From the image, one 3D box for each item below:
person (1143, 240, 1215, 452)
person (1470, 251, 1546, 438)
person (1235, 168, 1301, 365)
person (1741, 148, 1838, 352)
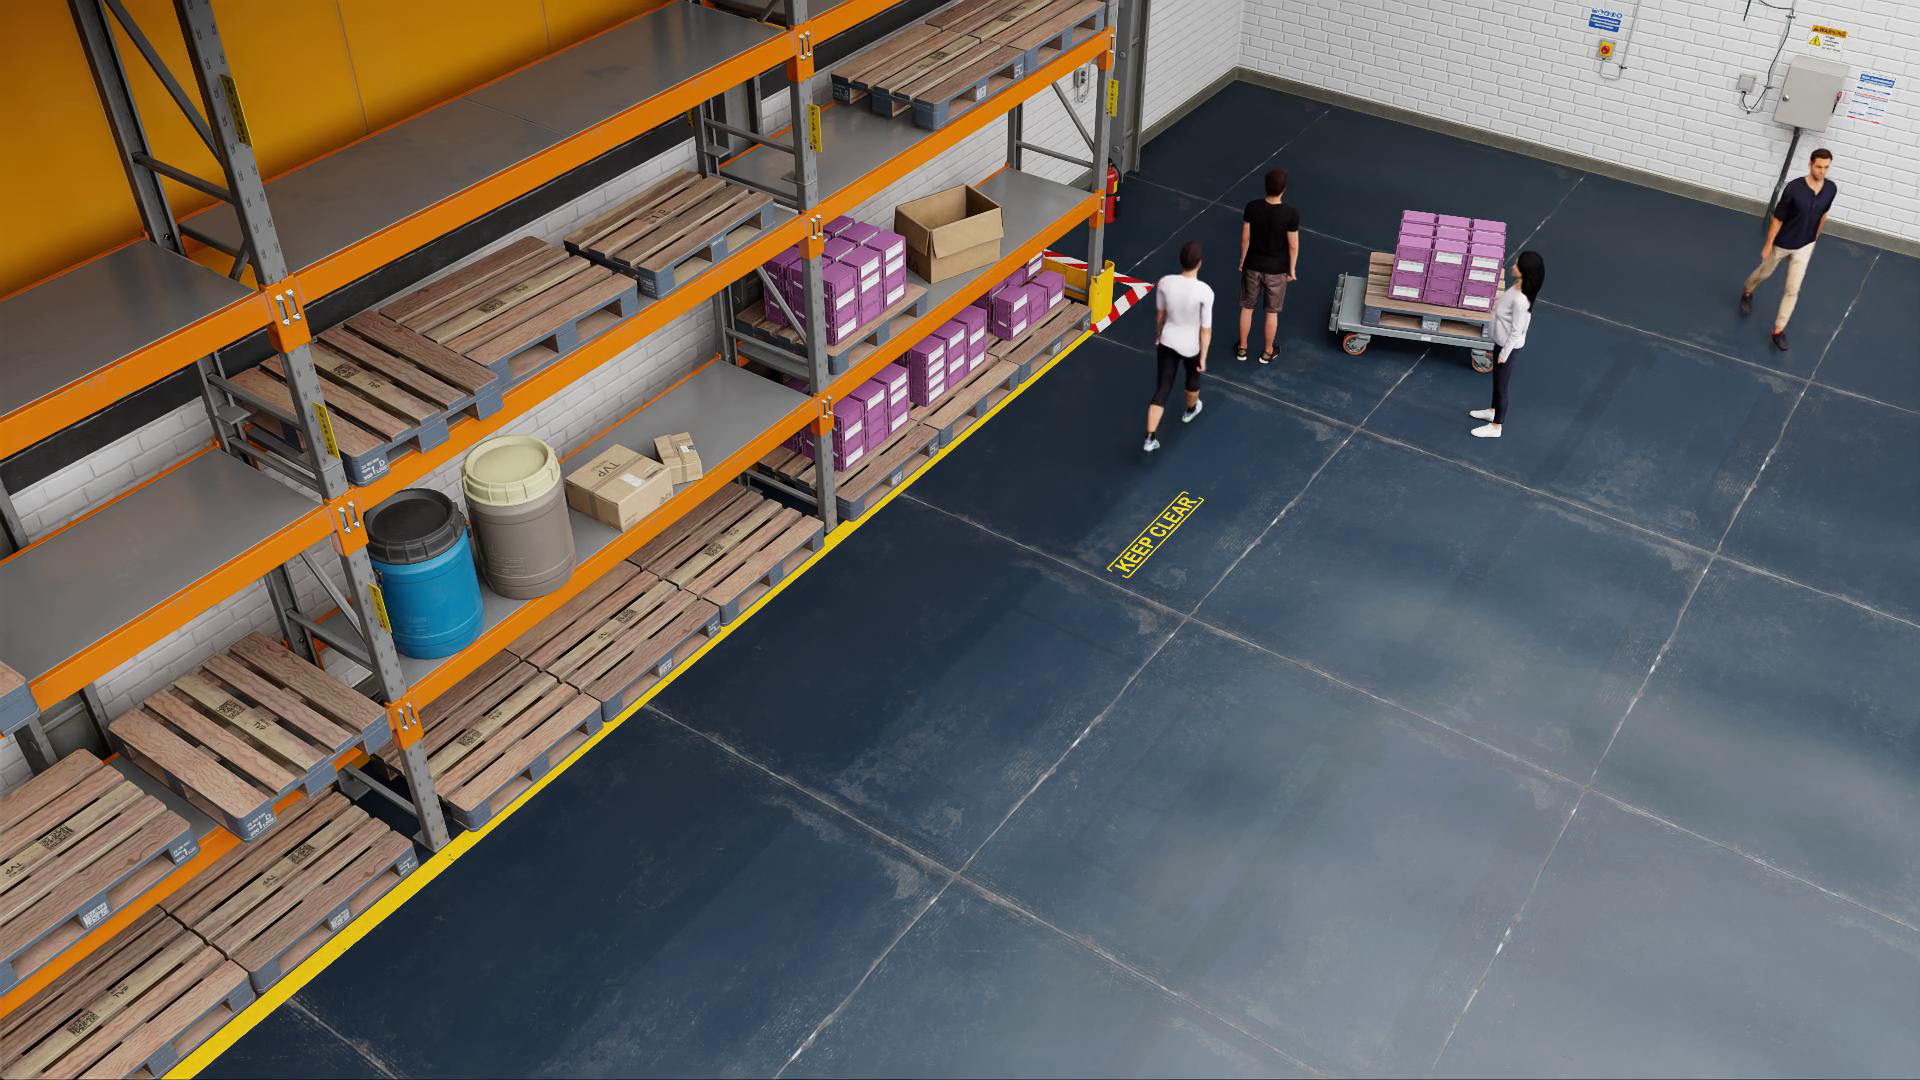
[{"bbox_3d":[1.755,-1.540,13.561,0.783,1.816,1.259,18,42,22],"label":"person"},{"bbox_3d":[4.543,-1.630,13.768,0.756,1.701,0.629,7,39,9],"label":"person"},{"bbox_3d":[2.679,-2.408,14.612,0.731,1.862,0.678,12,40,15],"label":"person"},{"bbox_3d":[7.478,-2.722,15.042,1.050,1.815,1.275,4,39,5],"label":"person"}]
